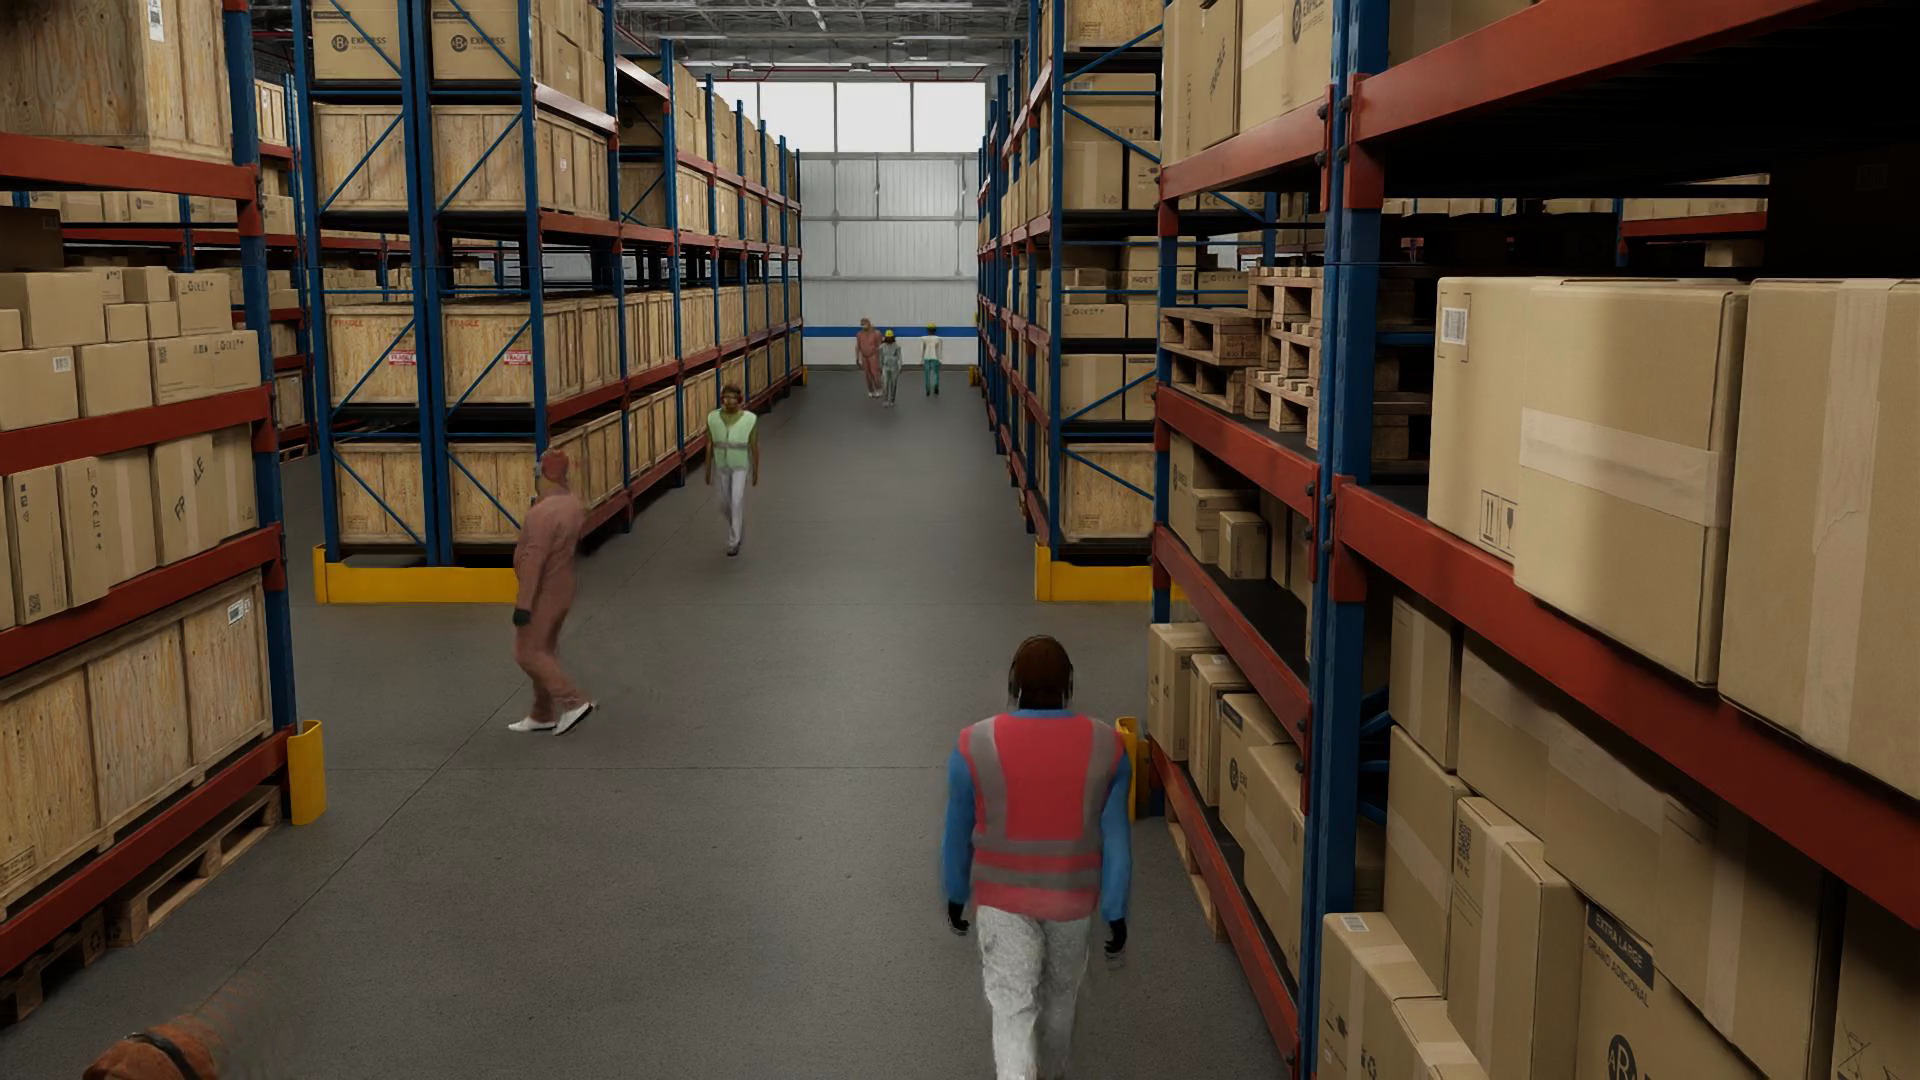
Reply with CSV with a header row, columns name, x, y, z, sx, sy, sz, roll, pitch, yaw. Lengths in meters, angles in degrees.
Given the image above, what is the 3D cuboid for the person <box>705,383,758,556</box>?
name,x,y,z,sx,sy,sz,roll,pitch,yaw
person,-2.426,-0.772,17.786,0.586,1.827,0.664,2,9,9

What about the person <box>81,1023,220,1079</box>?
name,x,y,z,sx,sy,sz,roll,pitch,yaw
person,-1.509,1.730,3.156,0.518,1.606,0.801,2,9,10

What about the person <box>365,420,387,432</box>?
name,x,y,z,sx,sy,sz,roll,pitch,yaw
person,-7.923,-1.401,22.374,0.847,1.586,0.520,1,9,3

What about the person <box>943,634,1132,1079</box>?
name,x,y,z,sx,sy,sz,roll,pitch,yaw
person,0.264,1.221,5.707,0.638,1.800,0.980,0,9,-3

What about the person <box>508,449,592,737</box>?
name,x,y,z,sx,sy,sz,roll,pitch,yaw
person,-2.713,0.349,10.786,0.533,1.878,0.679,1,9,4

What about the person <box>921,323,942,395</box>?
name,x,y,z,sx,sy,sz,roll,pitch,yaw
person,-0.679,-4.364,40.122,0.539,1.738,0.801,1,9,5

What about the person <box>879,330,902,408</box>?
name,x,y,z,sx,sy,sz,roll,pitch,yaw
person,-1.534,-3.762,36.562,0.493,1.695,0.917,-1,9,-5

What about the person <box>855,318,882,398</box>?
name,x,y,z,sx,sy,sz,roll,pitch,yaw
person,-2.168,-4.291,39.295,0.668,1.864,0.710,4,10,22
